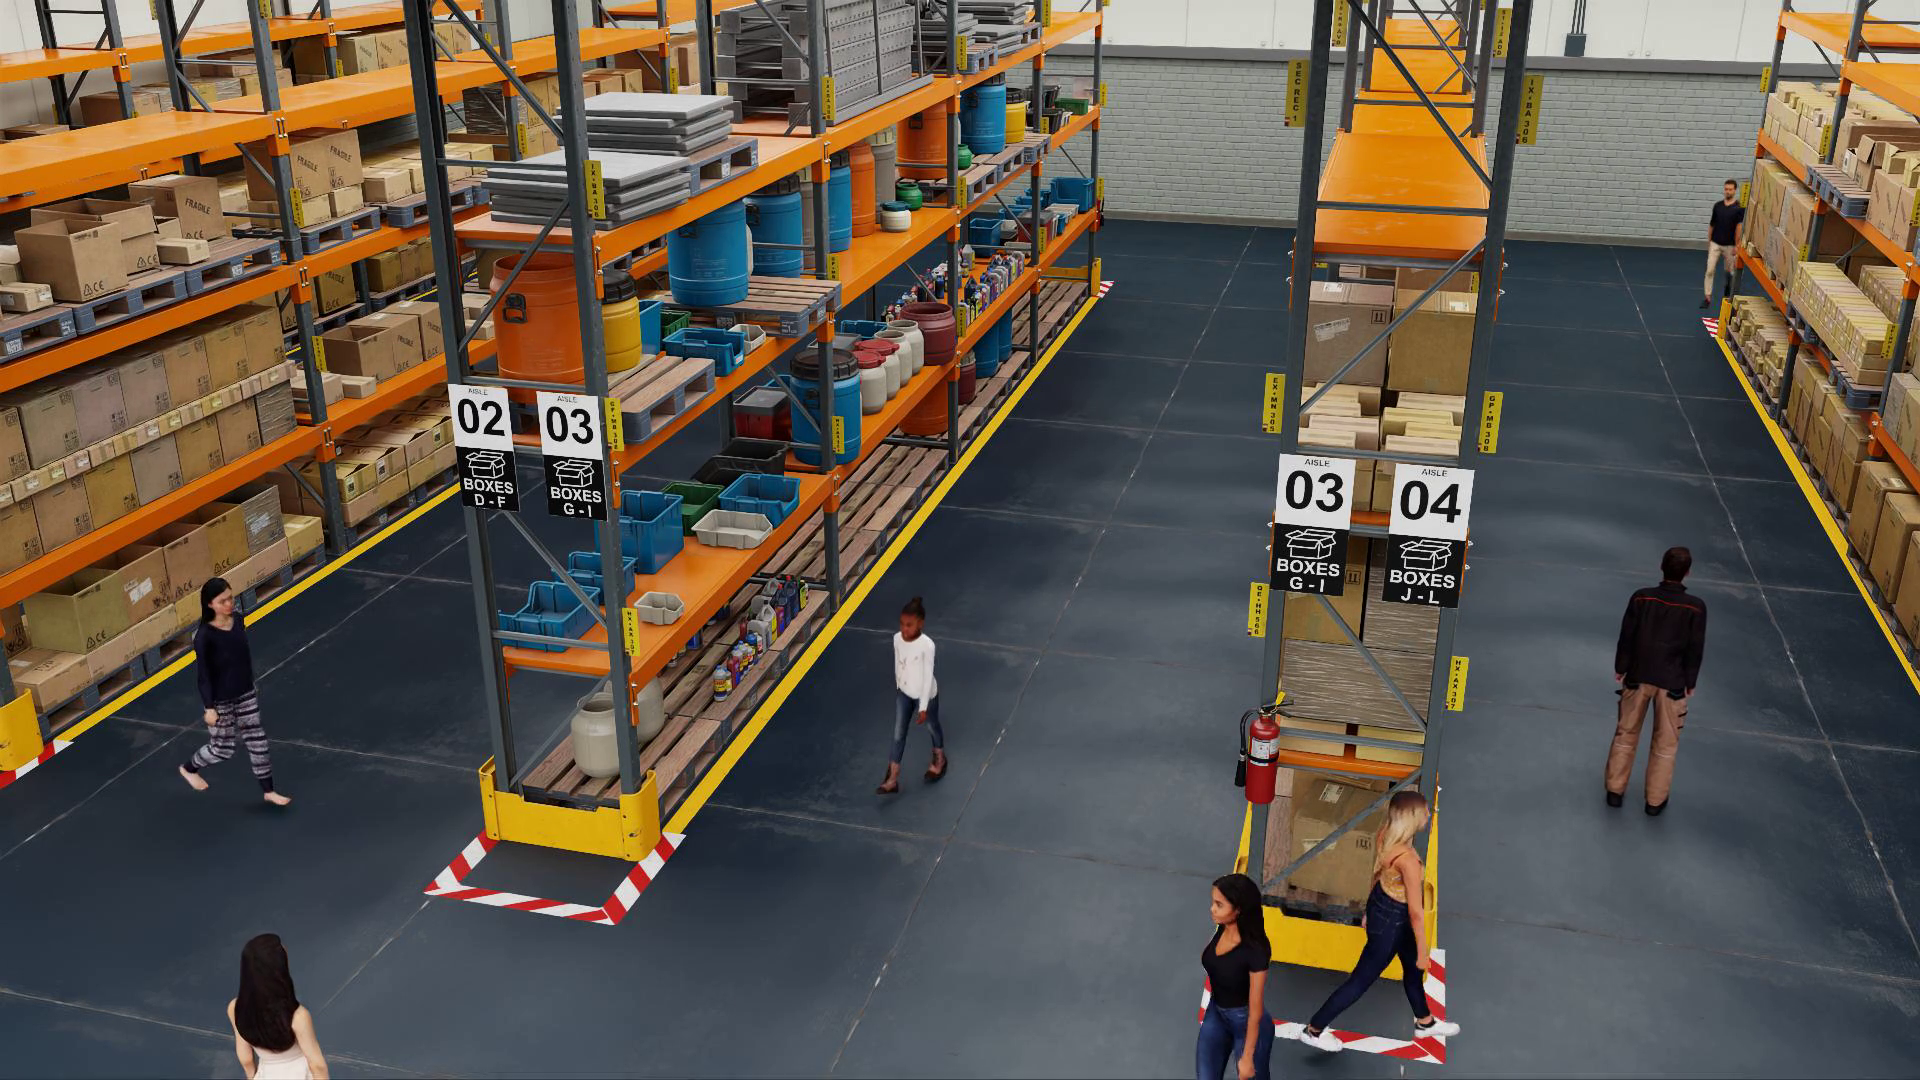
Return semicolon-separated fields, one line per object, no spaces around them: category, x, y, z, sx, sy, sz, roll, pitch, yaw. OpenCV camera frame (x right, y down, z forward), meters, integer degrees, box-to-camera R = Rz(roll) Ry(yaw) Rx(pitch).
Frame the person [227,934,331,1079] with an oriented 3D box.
person;-3.061;2.560;7.577;0.585;1.739;0.536;4;23;10

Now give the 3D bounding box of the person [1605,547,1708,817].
person;4.712;0.950;11.271;0.745;1.923;0.672;12;25;26

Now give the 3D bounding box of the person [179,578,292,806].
person;-5.071;1.041;11.343;0.737;1.700;0.965;6;23;15

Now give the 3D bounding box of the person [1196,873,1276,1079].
person;1.422;2.375;8.071;1.069;1.708;1.060;-10;24;-23

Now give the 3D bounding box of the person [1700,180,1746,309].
person;11.170;-4.315;24.258;0.919;1.837;1.162;18;28;37

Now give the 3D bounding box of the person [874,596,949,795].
person;-0.251;1.068;11.648;0.751;1.419;1.035;14;26;30

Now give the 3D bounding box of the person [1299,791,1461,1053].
person;2.222;2.096;8.919;0.916;1.582;1.161;-2;22;-4
